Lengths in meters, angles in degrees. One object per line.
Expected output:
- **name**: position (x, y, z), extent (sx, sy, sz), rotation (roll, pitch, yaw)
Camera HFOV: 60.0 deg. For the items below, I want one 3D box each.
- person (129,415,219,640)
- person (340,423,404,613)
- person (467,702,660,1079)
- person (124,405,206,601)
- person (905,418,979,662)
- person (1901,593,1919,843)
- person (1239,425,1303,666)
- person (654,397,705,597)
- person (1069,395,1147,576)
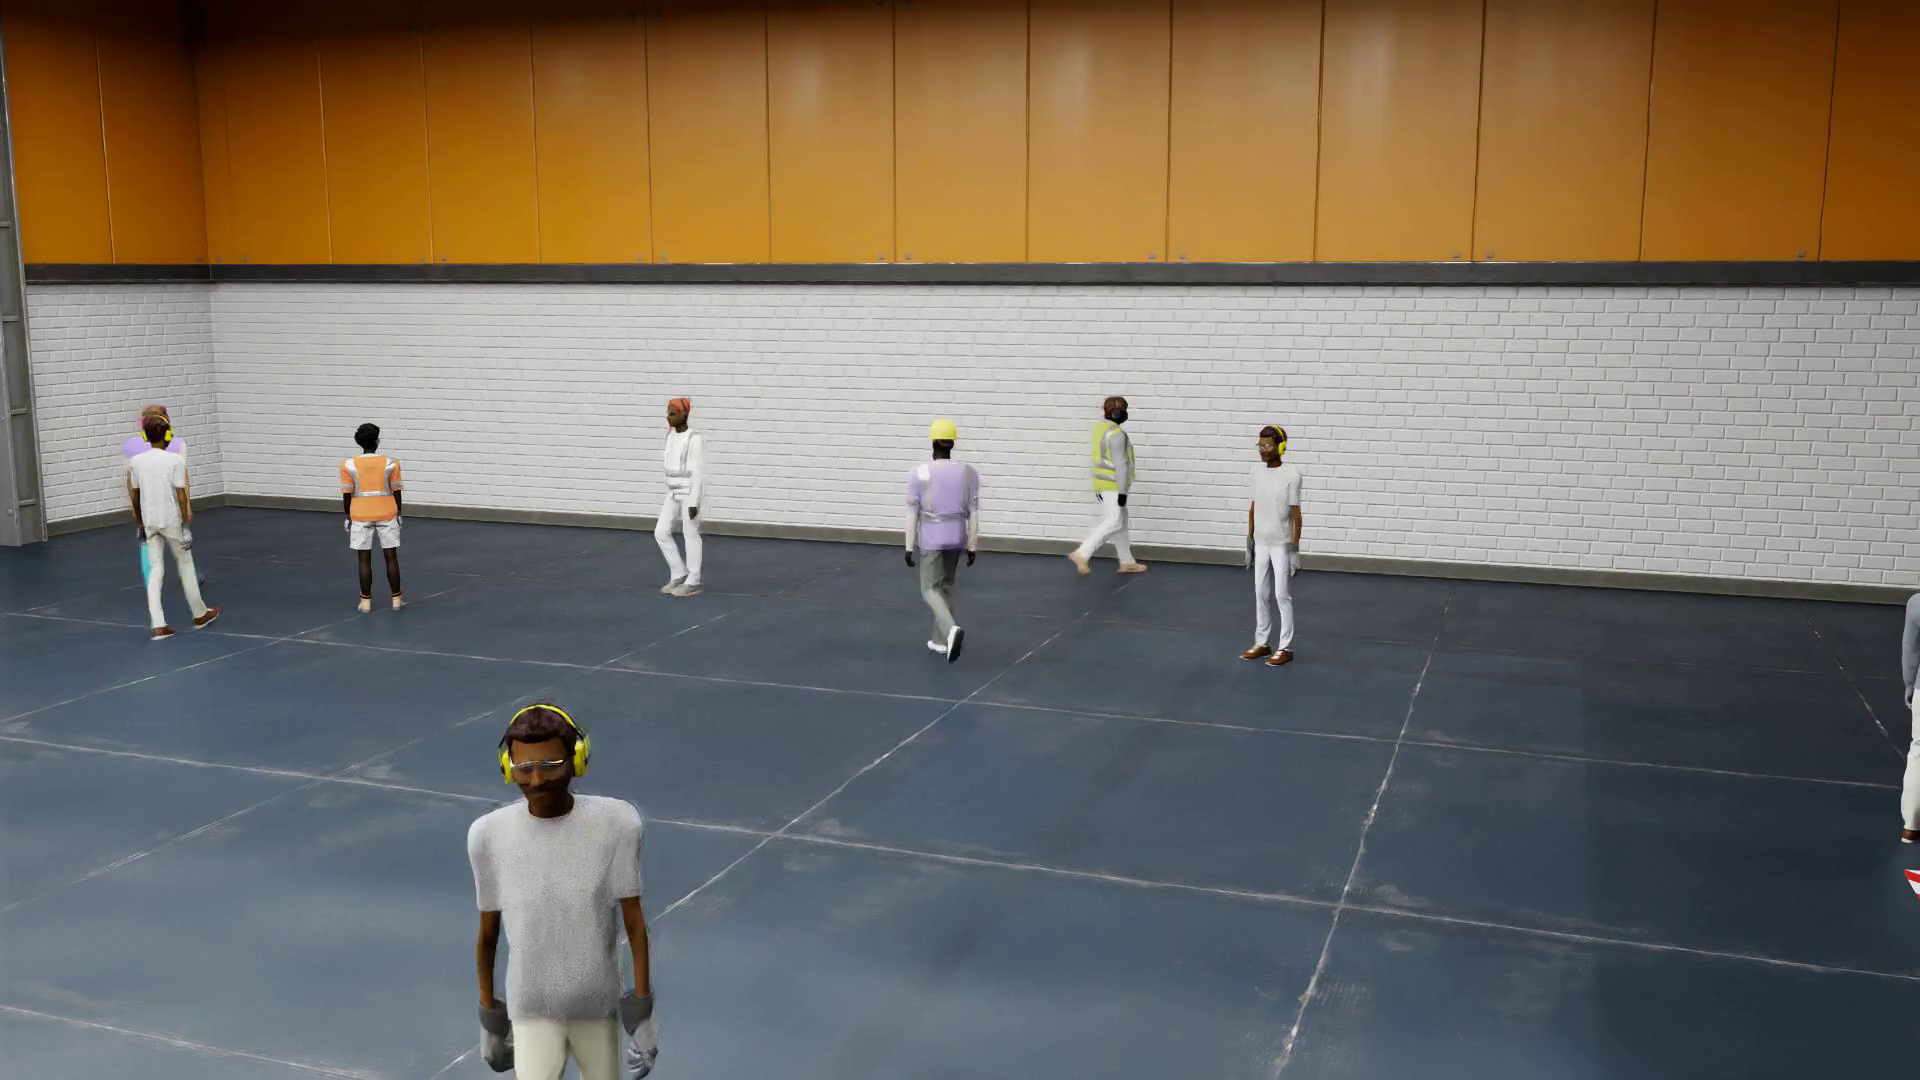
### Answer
- **person**: position (-6.624, -0.123, 13.943), extent (0.560, 1.839, 0.782), rotation (1, 9, 4)
- **person**: position (-5.237, -0.198, 14.849), extent (0.536, 1.699, 0.322), rotation (-4, 10, -22)
- **person**: position (-1.146, 1.346, 4.861), extent (0.518, 1.842, 0.834), rotation (-2, 9, -14)
- **person**: position (-7.391, -0.351, 15.471), extent (0.600, 1.807, 0.855), rotation (-1, 9, -5)
- **person**: position (-0.119, 0.000, 12.993), extent (0.594, 1.901, 0.759), rotation (-4, 10, -23)
- **person**: position (5.190, 0.823, 8.719), extent (0.278, 1.633, 0.498), rotation (-6, 11, -31)
- **person**: position (2.427, 0.040, 12.866), extent (0.319, 1.867, 0.552), rotation (-8, 12, -41)
- **person**: position (-2.632, -0.388, 15.491), extent (0.494, 1.870, 0.604), rotation (-8, 12, -42)
- **person**: position (1.492, -0.539, 16.619), extent (0.833, 1.818, 0.643), rotation (-2, 9, -12)
